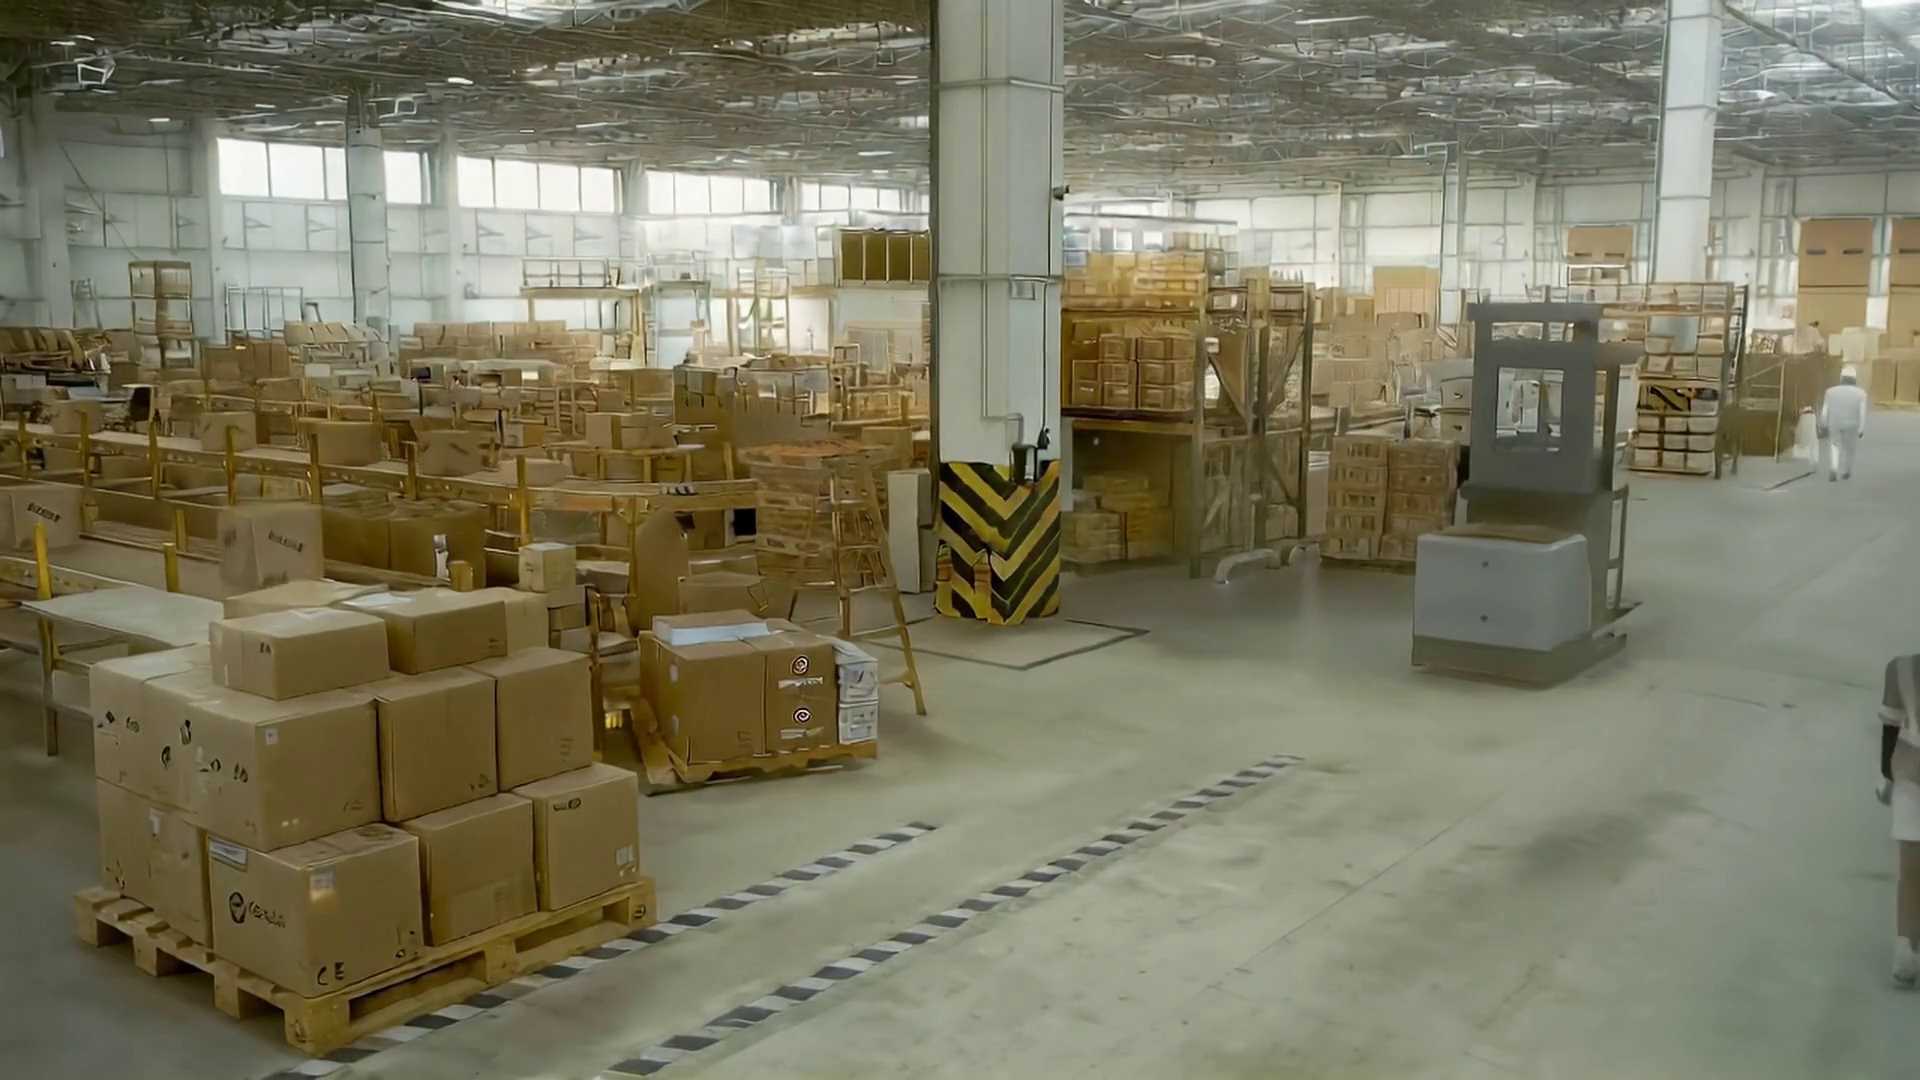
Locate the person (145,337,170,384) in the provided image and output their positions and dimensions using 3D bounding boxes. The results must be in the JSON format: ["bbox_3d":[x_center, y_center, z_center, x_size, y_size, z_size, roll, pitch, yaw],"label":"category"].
[{"bbox_3d":[-19.771,-4.204,41.046,0.607,2.044,0.372,-8,12,-43],"label":"person"}]

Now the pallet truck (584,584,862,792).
[{"bbox_3d":[-1.426,0.805,10.019,1.601,1.201,0.680,-4,9,-26],"label":"pallet truck"}]

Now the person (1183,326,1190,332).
[{"bbox_3d":[7.328,-5.996,53.761,0.535,1.857,0.532,5,10,29],"label":"person"}]

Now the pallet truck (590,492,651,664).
[{"bbox_3d":[-3.115,0.344,12.883,0.653,1.274,1.630,7,11,37],"label":"pallet truck"}]

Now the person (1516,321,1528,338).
[{"bbox_3d":[25.562,-9.175,75.632,0.489,1.729,0.429,4,9,23],"label":"person"}]

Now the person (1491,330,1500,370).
[{"bbox_3d":[14.439,-4.774,45.326,0.574,1.909,0.720,-3,9,-17],"label":"person"}]

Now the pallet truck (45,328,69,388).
[{"bbox_3d":[-23.775,-4.544,43.495,1.885,1.965,0.823,6,10,35],"label":"pallet truck"}]

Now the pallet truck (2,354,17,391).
[{"bbox_3d":[-24.881,-4.417,42.634,1.885,1.965,0.823,8,11,41],"label":"pallet truck"}]

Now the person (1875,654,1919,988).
[{"bbox_3d":[4.182,1.033,7.049,0.549,1.646,0.865,5,10,32],"label":"person"}]

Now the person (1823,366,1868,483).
[{"bbox_3d":[13.538,-1.769,25.466,0.583,1.799,0.903,5,10,29],"label":"person"}]

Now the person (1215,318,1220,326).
[{"bbox_3d":[11.312,-8.901,73.235,0.573,1.887,0.355,7,11,41],"label":"person"}]

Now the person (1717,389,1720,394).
[{"bbox_3d":[17.528,-3.797,38.668,0.552,1.933,0.372,0,8,3],"label":"person"}]

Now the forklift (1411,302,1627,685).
[{"bbox_3d":[4.379,-0.438,12.852,1.129,2.768,1.873,7,11,37],"label":"forklift"}]

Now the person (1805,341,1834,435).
[{"bbox_3d":[17.229,-3.011,33.331,0.646,1.936,1.009,-2,9,-13],"label":"person"}]

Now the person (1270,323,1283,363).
[{"bbox_3d":[11.406,-6.913,59.971,0.508,1.847,0.345,-4,9,-25],"label":"person"}]

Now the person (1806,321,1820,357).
[{"bbox_3d":[33.663,-7.754,65.734,0.633,1.820,0.699,-3,9,-18],"label":"person"}]

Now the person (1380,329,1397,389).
[{"bbox_3d":[12.906,-5.376,49.671,0.556,1.821,0.979,-4,9,-26],"label":"person"}]

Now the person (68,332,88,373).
[{"bbox_3d":[-22.444,-4.317,42.267,0.642,1.909,0.399,5,10,30],"label":"person"}]

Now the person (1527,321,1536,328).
[{"bbox_3d":[27.215,-9.801,79.136,0.610,1.939,0.417,-7,11,-41],"label":"person"}]

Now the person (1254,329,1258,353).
[{"bbox_3d":[8.282,-5.041,47.080,0.621,1.916,0.970,8,12,44],"label":"person"}]

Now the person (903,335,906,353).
[{"bbox_3d":[-2.165,-8.374,70.540,0.497,1.626,0.289,1,9,8],"label":"person"}]

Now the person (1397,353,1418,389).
[{"bbox_3d":[9.633,-3.226,35.926,0.499,1.607,0.633,5,10,32],"label":"person"}]
